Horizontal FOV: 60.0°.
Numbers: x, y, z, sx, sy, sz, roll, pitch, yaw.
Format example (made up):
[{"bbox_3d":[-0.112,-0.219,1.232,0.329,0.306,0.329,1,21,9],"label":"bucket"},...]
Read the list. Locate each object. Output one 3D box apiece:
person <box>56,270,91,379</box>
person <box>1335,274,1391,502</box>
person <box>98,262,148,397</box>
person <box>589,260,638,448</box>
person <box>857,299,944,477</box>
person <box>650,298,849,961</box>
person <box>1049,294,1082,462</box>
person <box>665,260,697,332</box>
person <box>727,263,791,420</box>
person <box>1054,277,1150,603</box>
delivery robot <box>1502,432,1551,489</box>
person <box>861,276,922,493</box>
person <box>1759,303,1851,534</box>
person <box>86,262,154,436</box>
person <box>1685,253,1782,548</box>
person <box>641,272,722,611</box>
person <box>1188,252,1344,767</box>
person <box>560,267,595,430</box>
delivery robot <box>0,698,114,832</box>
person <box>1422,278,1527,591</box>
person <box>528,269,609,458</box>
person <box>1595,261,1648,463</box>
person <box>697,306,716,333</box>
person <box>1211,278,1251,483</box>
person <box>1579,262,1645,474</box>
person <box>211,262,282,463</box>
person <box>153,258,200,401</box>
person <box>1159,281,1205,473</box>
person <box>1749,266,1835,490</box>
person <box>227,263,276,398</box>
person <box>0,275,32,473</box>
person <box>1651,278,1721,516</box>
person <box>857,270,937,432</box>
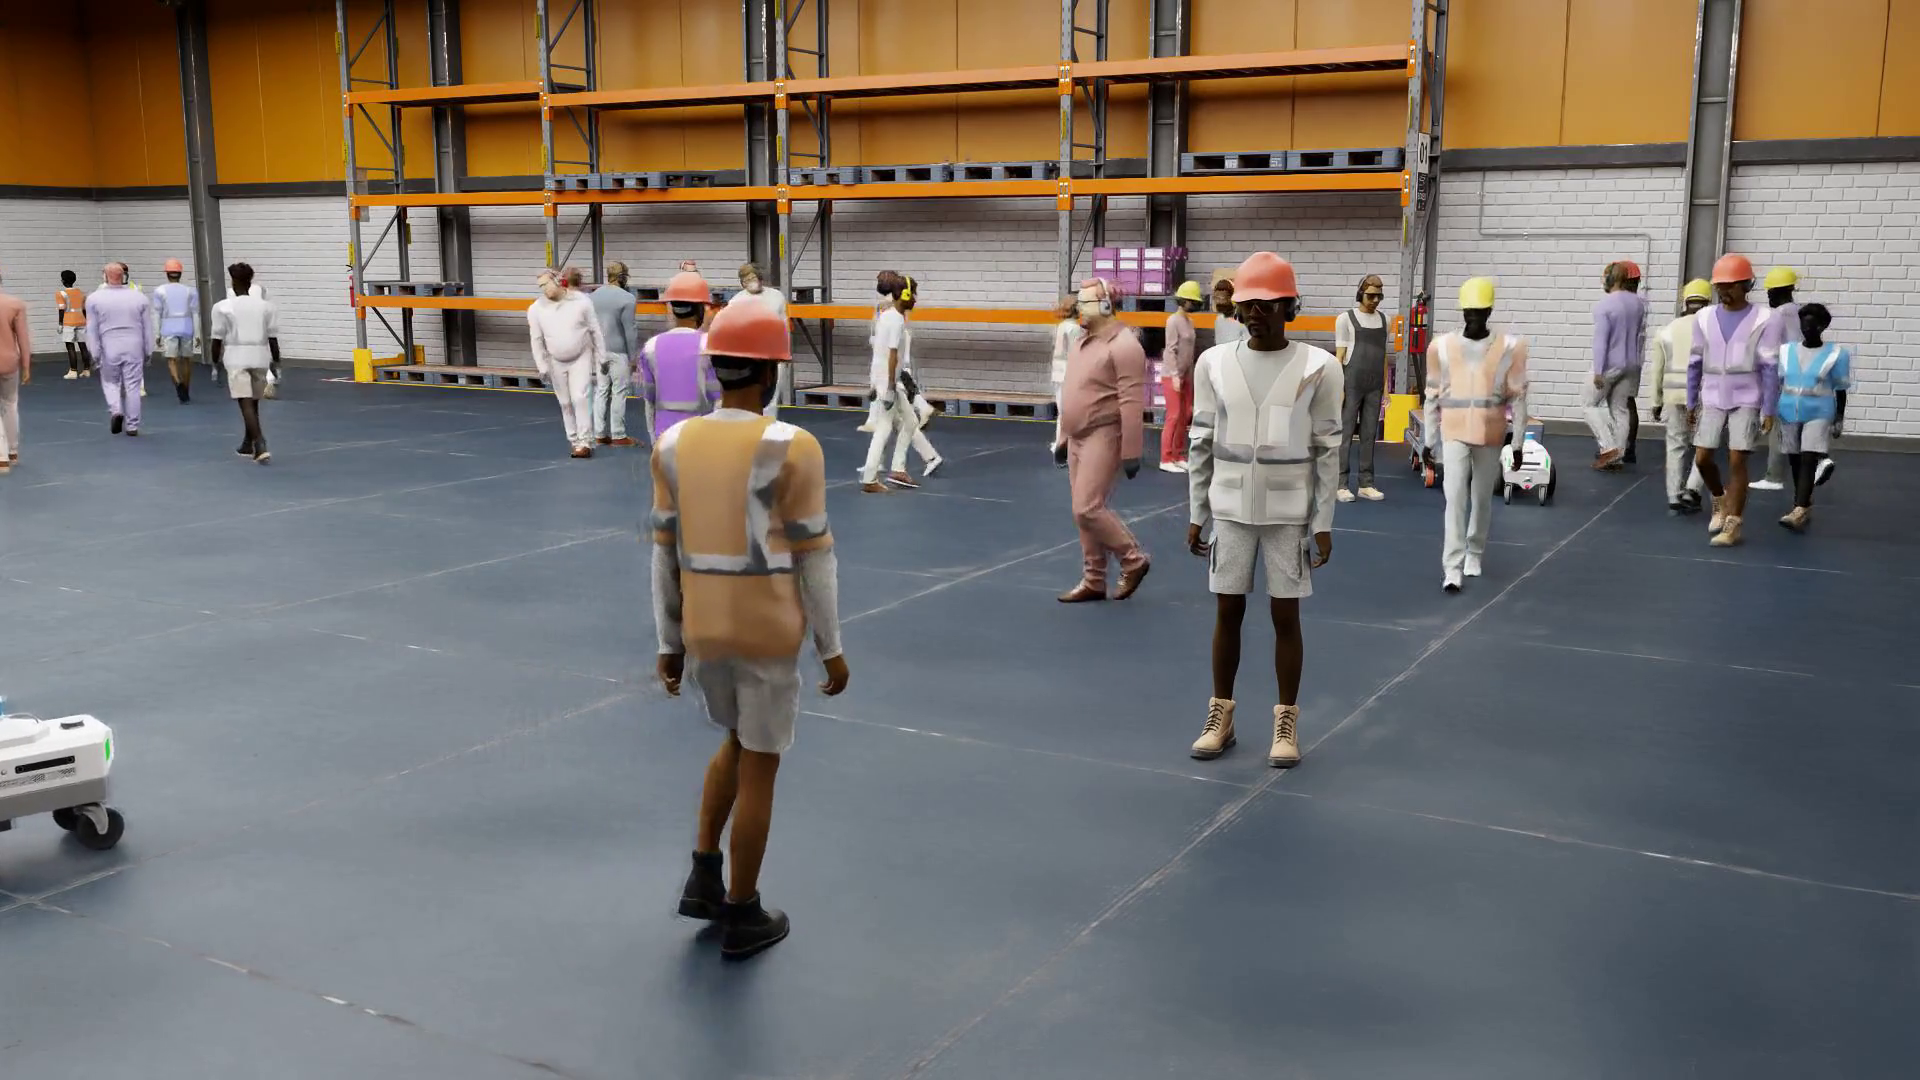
[{"bbox_3d":[-13.882,-3.363,26.013,0.316,1.695,0.542,4,11,20],"label":"person"},{"bbox_3d":[3.278,-1.229,13.520,0.506,1.842,0.346,-4,11,-20],"label":"person"},{"bbox_3d":[-11.510,-2.888,22.905,0.630,1.846,0.429,-7,12,-35],"label":"person"},{"bbox_3d":[-3.568,-1.915,17.192,0.624,1.925,0.393,7,12,33],"label":"person"},{"bbox_3d":[-0.531,-1.369,14.988,0.842,1.597,0.505,3,10,16],"label":"person"},{"bbox_3d":[-0.617,0.267,4.841,0.553,1.917,0.446,6,11,29],"label":"person"},{"bbox_3d":[1.037,-1.485,15.580,0.356,1.622,0.506,-3,10,-16],"label":"person"},{"bbox_3d":[-3.332,-2.497,20.537,0.401,1.903,0.643,6,12,30],"label":"person"},{"bbox_3d":[-2.014,-1.810,16.656,0.681,1.903,0.502,-7,12,-36],"label":"person"},{"bbox_3d":[0.775,-0.558,9.578,0.448,1.892,0.646,-4,11,-21],"label":"person"},{"bbox_3d":[4.608,-0.636,13.538,0.477,0.478,0.707,3,10,15],"label":"delivery robot"},{"bbox_3d":[-0.573,-1.307,14.057,0.654,1.826,0.517,-2,10,-9],"label":"person"},{"bbox_3d":[6.094,-0.880,12.064,0.862,1.654,0.539,-8,13,-39],"label":"person"},{"bbox_3d":[-9.121,-2.064,18.098,0.652,1.890,0.453,-6,12,-31],"label":"person"},{"bbox_3d":[5.308,-0.956,11.457,0.536,2.020,0.648,-10,14,-43],"label":"person"},{"bbox_3d":[-1.501,-0.556,9.479,0.581,1.917,0.608,3,10,16],"label":"person"},{"bbox_3d":[1.196,-0.113,6.627,0.608,2.044,0.377,4,11,21],"label":"person"},{"bbox_3d":[-4.308,-2.129,18.656,0.579,1.831,0.458,-9,13,-41],"label":"person"},{"bbox_3d":[-3.246,0.770,5.577,0.707,0.478,0.477,-9,14,-43],"label":"delivery robot"},{"bbox_3d":[3.126,-0.647,10.128,0.604,1.871,0.980,3,11,19],"label":"person"},{"bbox_3d":[-3.833,-1.702,16.194,0.725,1.854,0.749,0,10,0],"label":"person"},{"bbox_3d":[6.342,-1.693,15.903,0.373,1.928,0.543,1,10,7],"label":"person"},{"bbox_3d":[-2.037,-1.106,13.533,0.870,1.589,0.514,-5,11,-24],"label":"person"},{"bbox_3d":[2.313,-1.281,13.930,0.868,1.804,0.556,-3,11,-18],"label":"person"},{"bbox_3d":[5.931,-1.560,15.149,0.637,1.923,0.433,-5,11,-27],"label":"person"},{"bbox_3d":[-6.861,-1.704,15.997,0.617,1.922,0.983,-9,14,-43],"label":"person"},{"bbox_3d":[-10.363,-2.769,22.041,0.548,1.916,0.745,-6,12,-30],"label":"person"},{"bbox_3d":[2.037,-1.483,15.216,0.381,1.749,0.539,6,12,29],"label":"person"},{"bbox_3d":[7.011,-1.348,14.026,0.607,1.905,0.623,-8,13,-37],"label":"person"},{"bbox_3d":[-9.539,-2.817,22.508,0.613,1.852,0.857,-9,13,-41],"label":"person"},{"bbox_3d":[-9.002,-1.628,15.446,0.626,1.944,0.985,-8,13,-37],"label":"person"},{"bbox_3d":[5.628,-1.088,12.763,0.640,1.821,0.423,9,13,41],"label":"person"},{"bbox_3d":[-0.715,-2.088,18.471,0.838,1.821,0.628,4,11,21],"label":"person"}]
